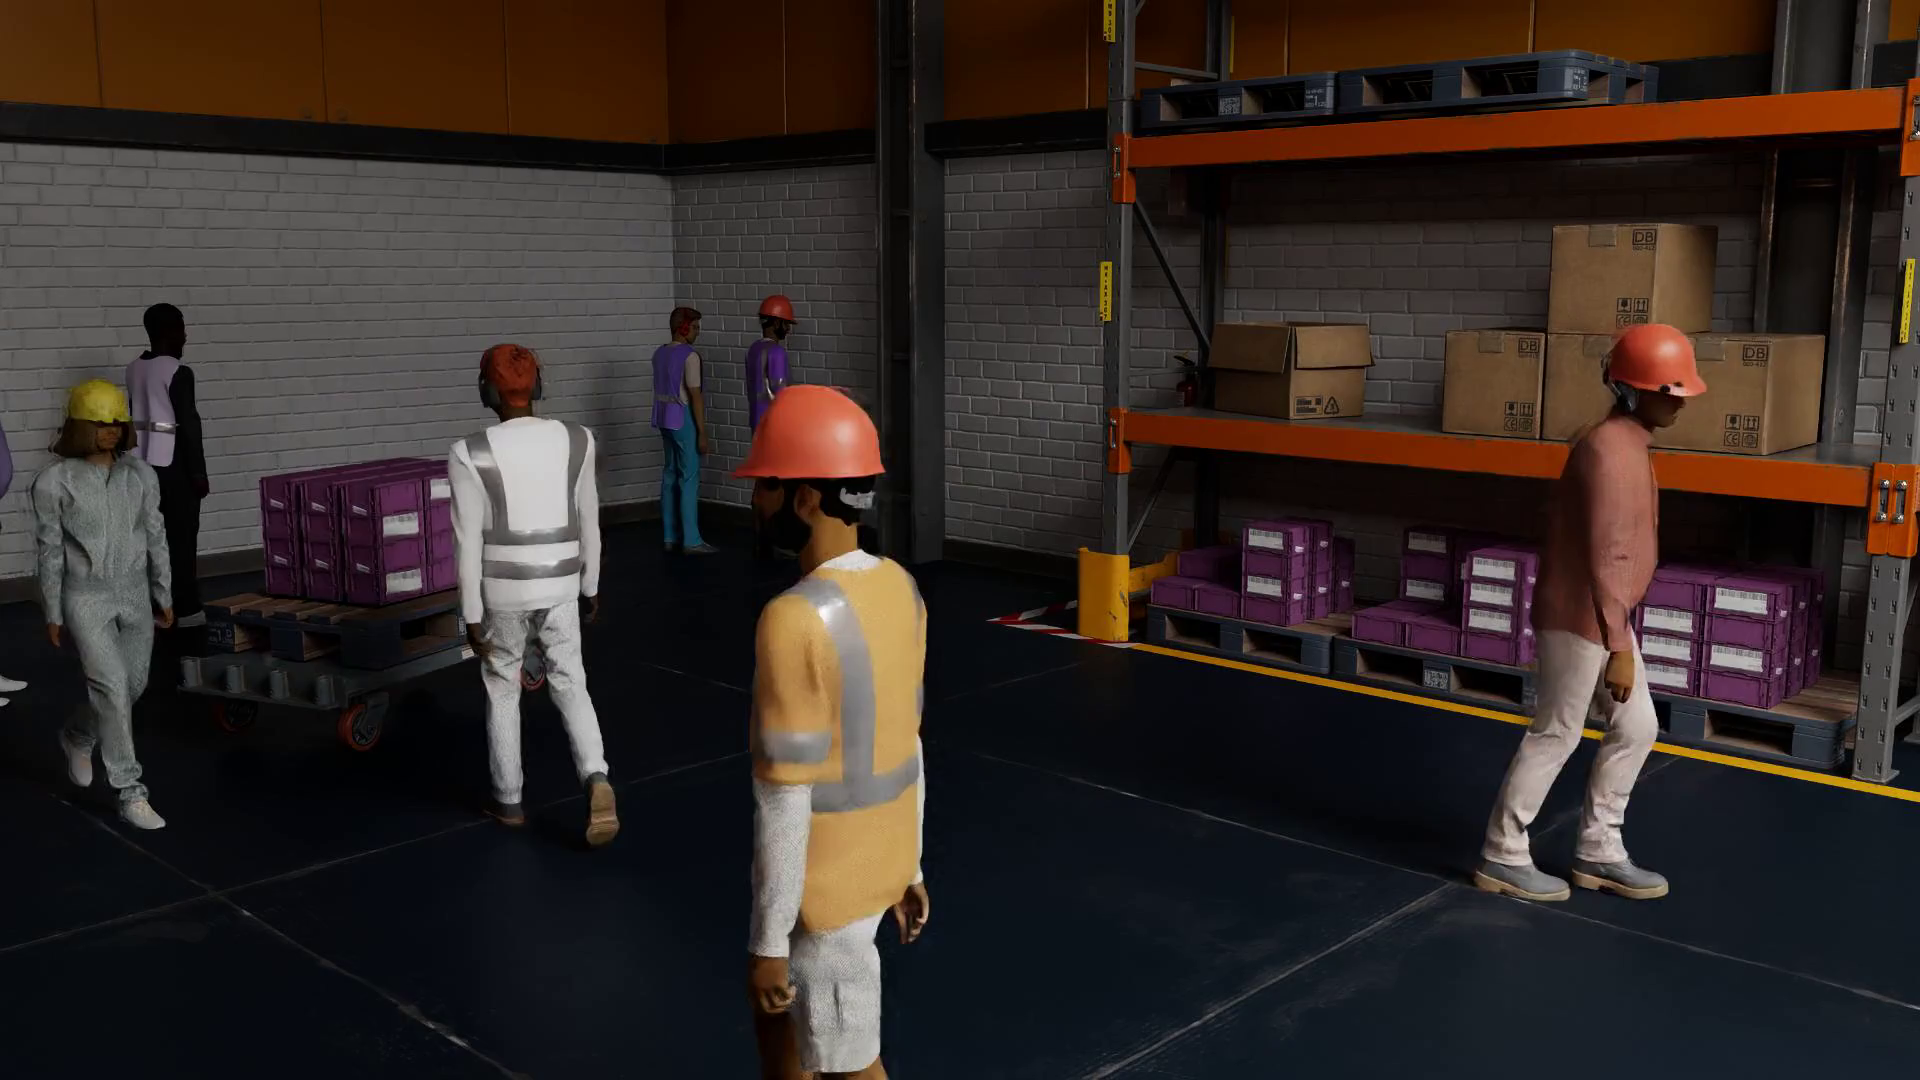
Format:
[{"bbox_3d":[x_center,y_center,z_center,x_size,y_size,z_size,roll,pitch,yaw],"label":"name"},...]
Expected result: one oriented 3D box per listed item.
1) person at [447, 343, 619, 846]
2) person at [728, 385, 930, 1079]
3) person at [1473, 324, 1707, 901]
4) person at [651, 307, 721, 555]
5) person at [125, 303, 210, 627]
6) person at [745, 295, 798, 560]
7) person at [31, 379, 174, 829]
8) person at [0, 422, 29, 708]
[{"bbox_3d":[-1.559,0.207,6.125,0.582,1.857,0.816,-6,11,-32],"label":"person"},{"bbox_3d":[-0.184,0.649,3.254,0.922,1.909,0.549,3,10,17],"label":"person"},{"bbox_3d":[2.069,0.269,5.435,0.735,1.942,0.638,5,11,30],"label":"person"},{"bbox_3d":[-2.080,-0.807,12.378,0.388,1.837,0.564,-8,12,-41],"label":"person"},{"bbox_3d":[-4.684,-0.435,9.862,0.593,1.917,0.392,6,11,32],"label":"person"},{"bbox_3d":[-1.353,-0.822,12.191,0.371,1.931,0.543,-6,11,-31],"label":"person"},{"bbox_3d":[-3.355,0.223,6.470,0.783,1.716,0.490,6,11,32],"label":"person"},{"bbox_3d":[-4.820,-0.141,8.097,0.399,1.905,0.642,-2,10,-14],"label":"person"}]
